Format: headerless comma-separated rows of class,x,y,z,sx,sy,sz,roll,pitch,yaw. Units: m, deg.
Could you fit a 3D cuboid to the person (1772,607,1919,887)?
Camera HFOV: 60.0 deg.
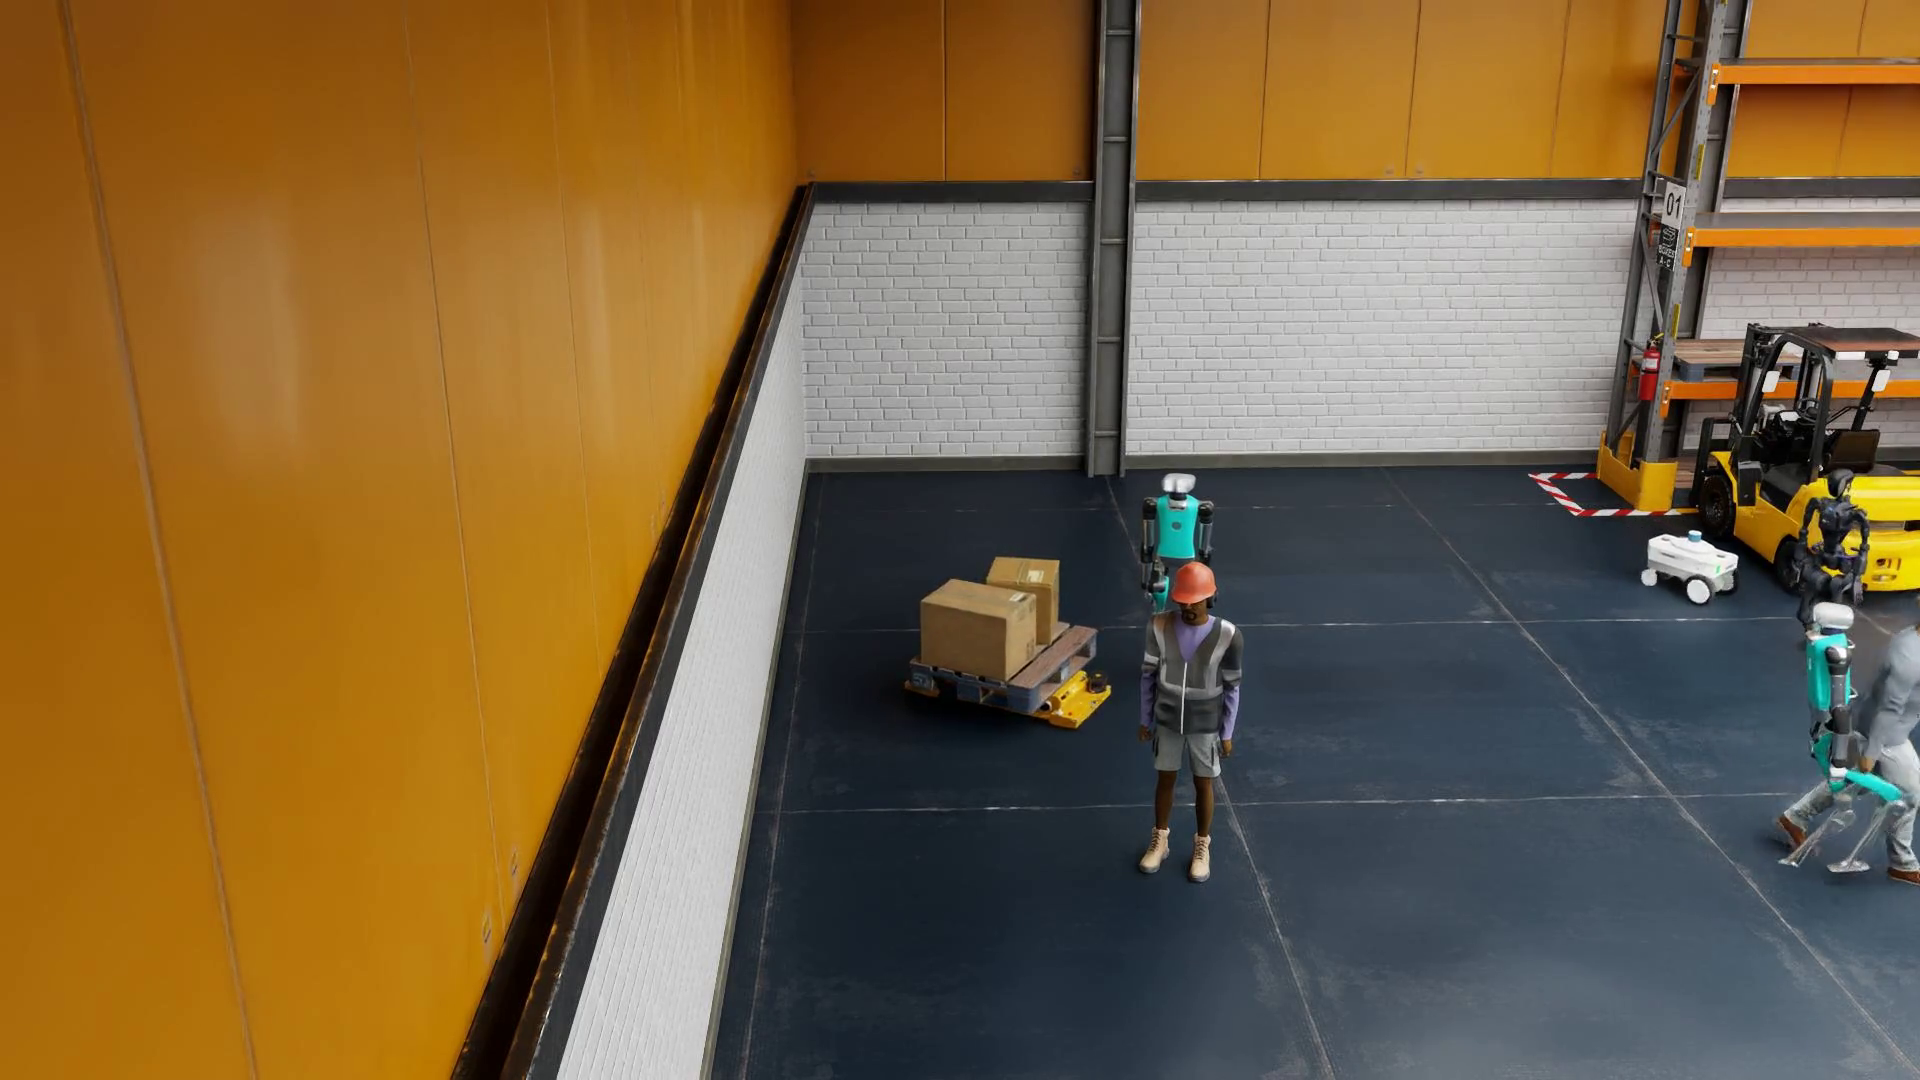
person,5.560,1.157,10.088,0.943,1.888,0.646,11,23,28

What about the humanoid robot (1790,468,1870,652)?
humanoid robot,6.818,0.223,12.938,0.464,1.641,0.598,-13,24,-32

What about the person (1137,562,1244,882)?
person,1.372,1.091,10.037,0.606,2.044,0.368,7,22,19

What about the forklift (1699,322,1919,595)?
forklift,7.809,-0.792,14.926,1.214,2.155,2.313,-1,20,-2

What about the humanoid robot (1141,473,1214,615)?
humanoid robot,1.651,0.271,12.630,0.530,1.744,0.696,4,21,12

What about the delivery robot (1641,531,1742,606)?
delivery robot,6.404,0.230,14.543,0.499,0.614,0.818,-15,25,-34

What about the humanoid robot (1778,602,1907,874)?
humanoid robot,5.436,1.262,10.055,0.808,1.794,0.570,4,21,10

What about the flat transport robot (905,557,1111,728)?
flat transport robot,0.357,1.087,12.606,1.431,0.231,0.659,10,23,26
